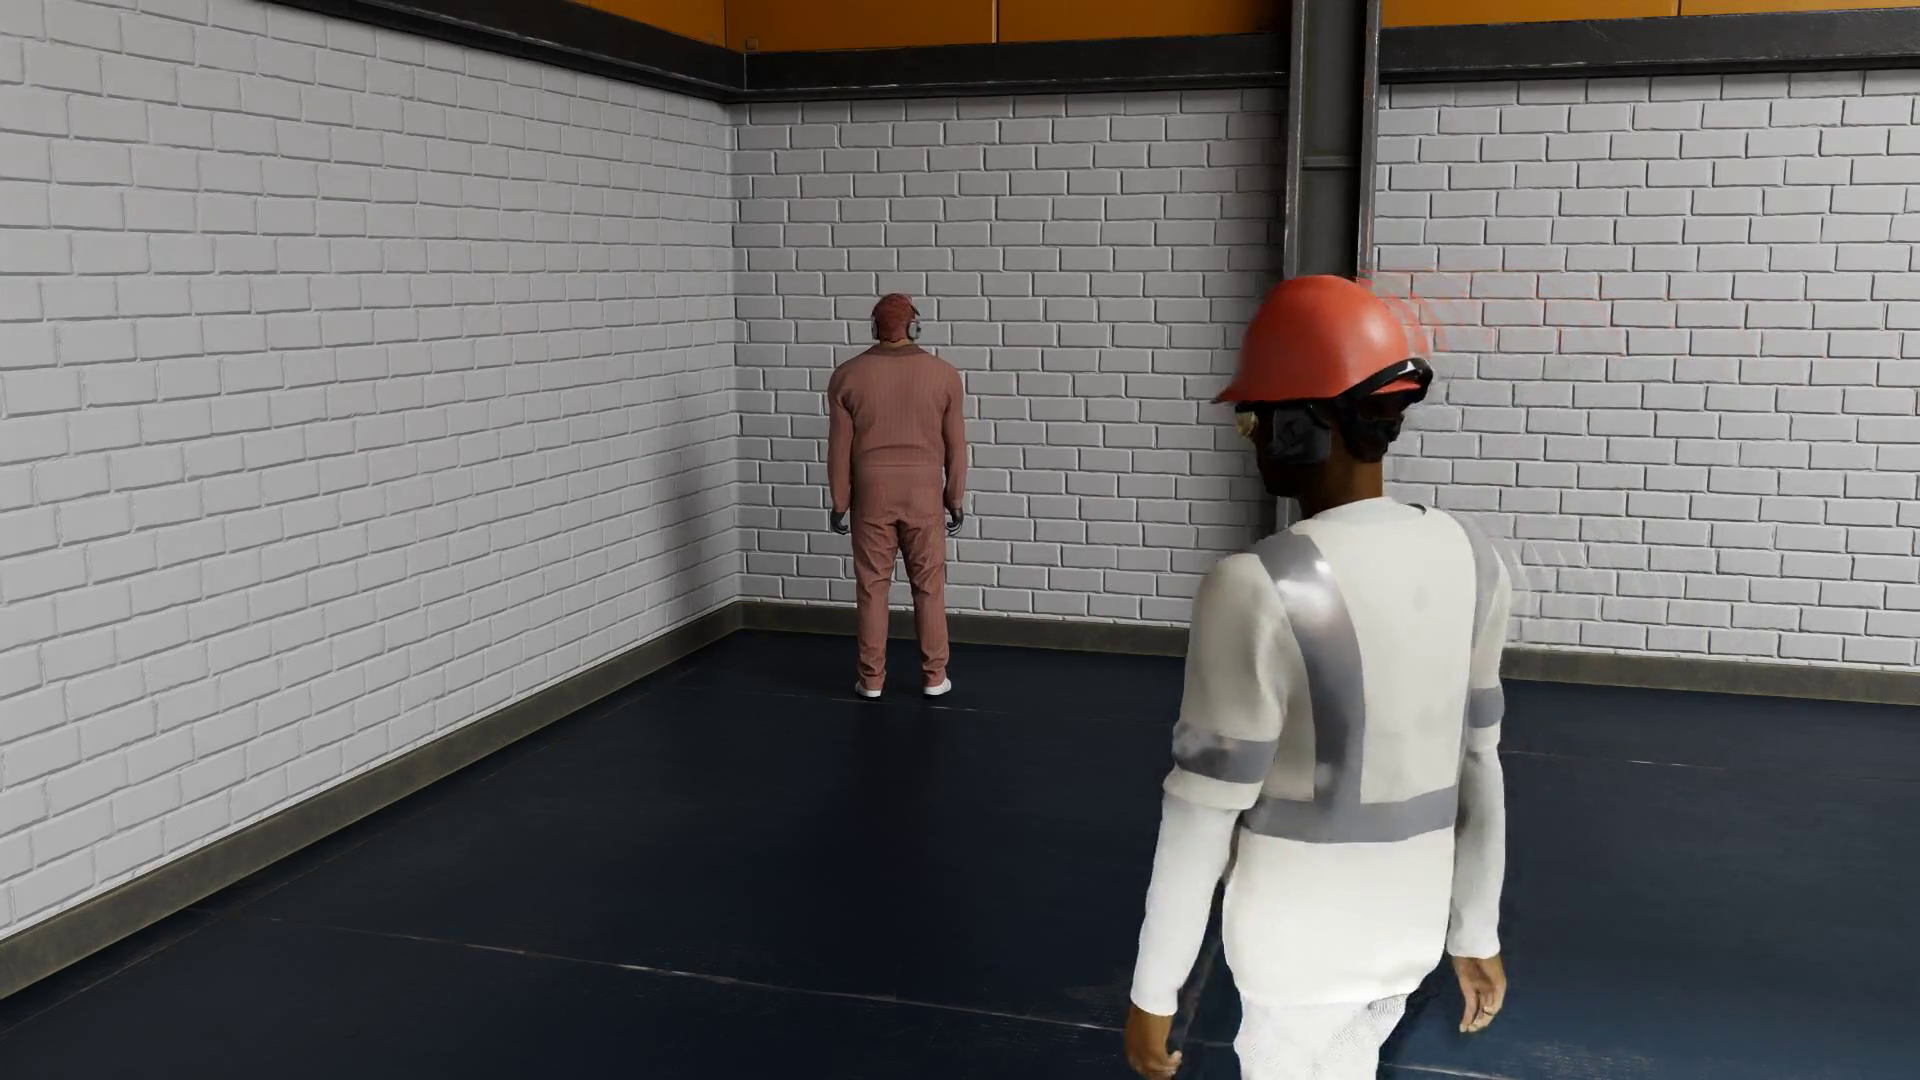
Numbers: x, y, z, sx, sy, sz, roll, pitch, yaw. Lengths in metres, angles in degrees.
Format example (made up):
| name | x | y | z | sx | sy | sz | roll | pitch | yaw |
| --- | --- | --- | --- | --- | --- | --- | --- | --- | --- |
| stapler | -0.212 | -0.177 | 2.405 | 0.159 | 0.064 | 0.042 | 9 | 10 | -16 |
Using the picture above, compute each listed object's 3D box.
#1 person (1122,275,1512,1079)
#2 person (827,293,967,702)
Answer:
| name | x | y | z | sx | sy | sz | roll | pitch | yaw |
| --- | --- | --- | --- | --- | --- | --- | --- | --- | --- |
| person | 0.488 | 0.594 | 2.679 | 0.642 | 2.003 | 0.928 | -7 | 12 | -38 |
| person | -0.293 | -0.196 | 7.786 | 0.648 | 1.904 | 0.401 | -1 | 9 | -3 |
